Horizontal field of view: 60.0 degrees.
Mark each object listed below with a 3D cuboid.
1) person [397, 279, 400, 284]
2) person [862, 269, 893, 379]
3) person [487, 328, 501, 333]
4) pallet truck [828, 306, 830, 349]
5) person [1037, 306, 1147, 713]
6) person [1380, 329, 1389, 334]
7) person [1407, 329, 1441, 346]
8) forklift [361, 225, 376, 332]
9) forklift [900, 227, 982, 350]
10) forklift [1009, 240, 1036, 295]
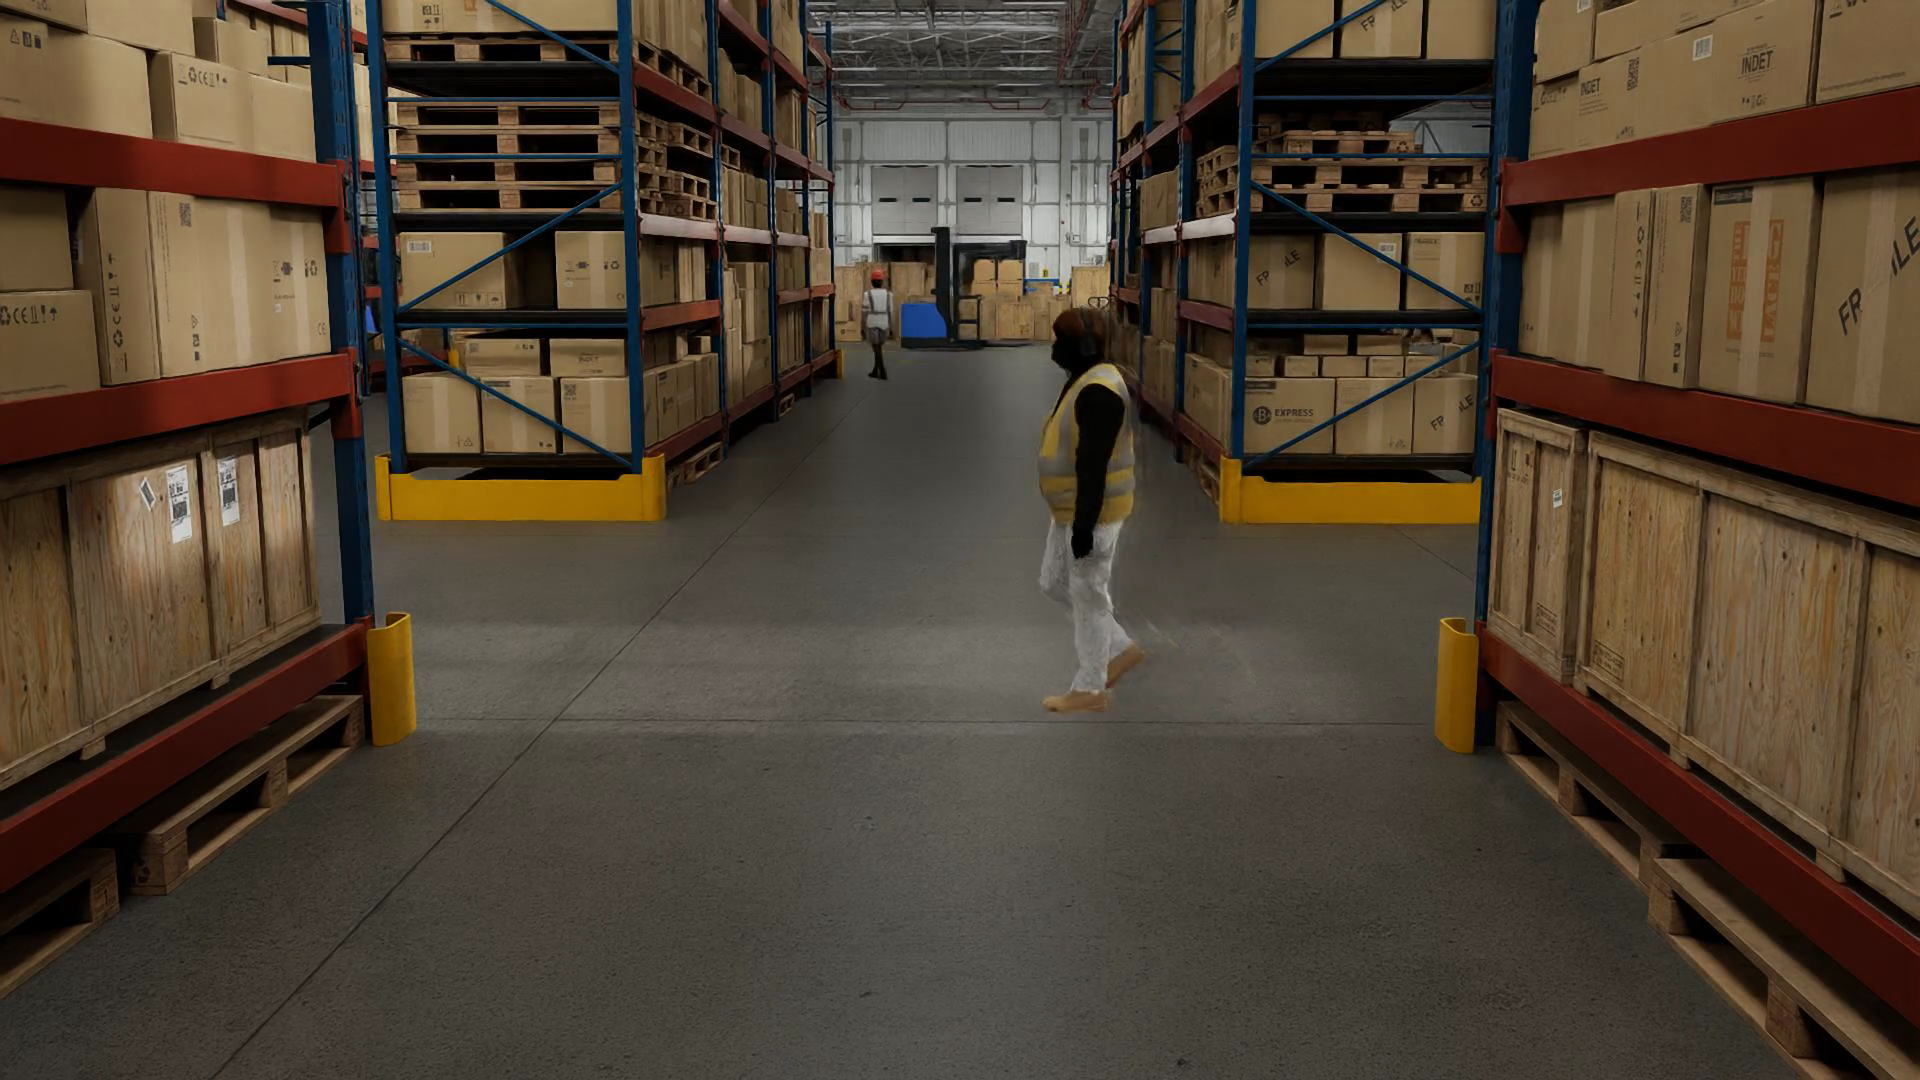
[{"bbox_3d":[-12.907,-5.141,38.065,0.308,1.639,0.524,2,10,13],"label":"person"},{"bbox_3d":[-1.415,-3.741,28.895,0.551,1.911,0.899,-4,10,-24],"label":"person"},{"bbox_3d":[-9.442,-4.594,33.968,0.486,1.914,0.646,-3,10,-19],"label":"person"},{"bbox_3d":[-3.100,-3.940,29.800,1.885,1.965,0.823,3,10,19],"label":"pallet truck"},{"bbox_3d":[0.567,-0.123,7.442,0.449,1.831,0.626,-1,10,-5],"label":"person"},{"bbox_3d":[7.226,-3.636,28.878,0.321,1.696,0.537,-9,13,-42],"label":"person"},{"bbox_3d":[11.234,-5.530,40.377,0.909,1.641,0.535,-3,10,-18],"label":"person"},{"bbox_3d":[-13.177,-5.379,35.782,1.129,2.768,1.873,0,9,1],"label":"forklift"},{"bbox_3d":[-0.421,-5.798,38.289,1.873,2.768,1.129,0,9,1],"label":"forklift"},{"bbox_3d":[2.104,-9.416,59.963,1.873,2.768,1.129,-4,10,-21],"label":"forklift"}]
